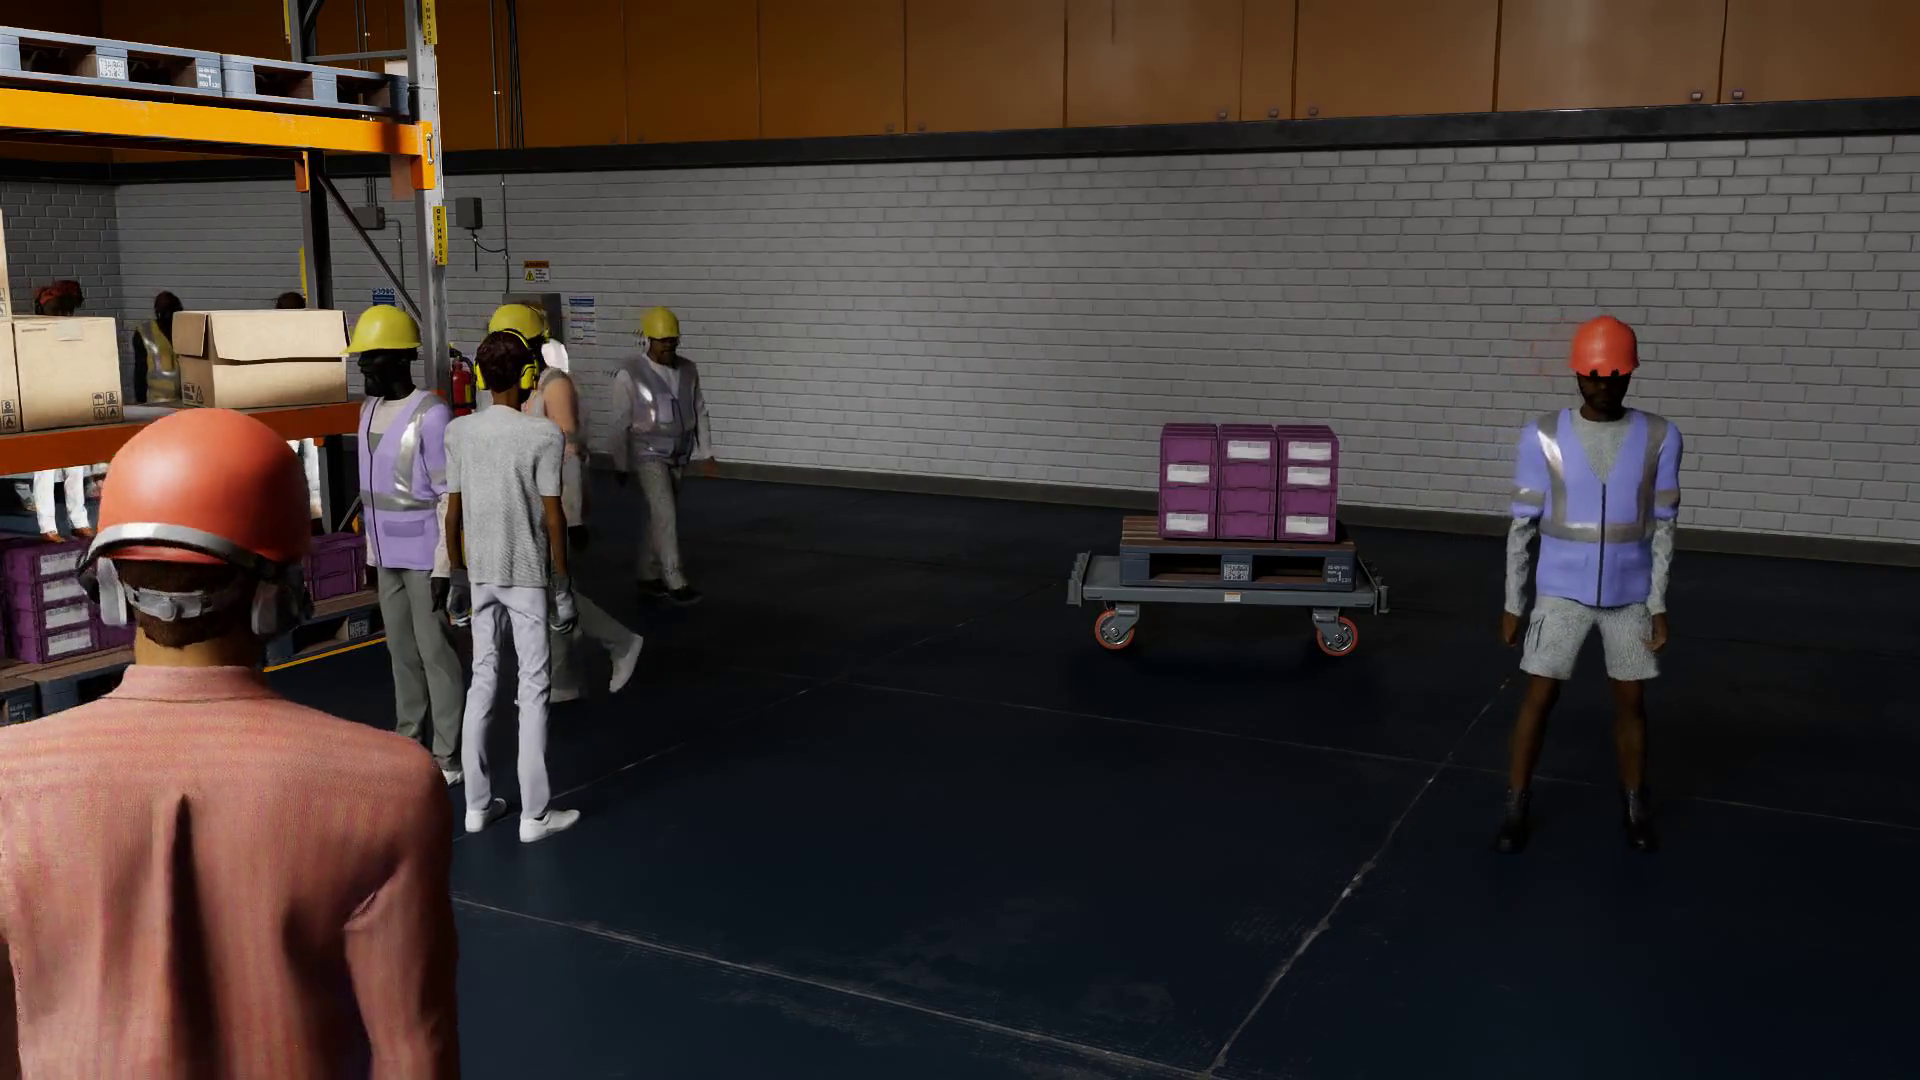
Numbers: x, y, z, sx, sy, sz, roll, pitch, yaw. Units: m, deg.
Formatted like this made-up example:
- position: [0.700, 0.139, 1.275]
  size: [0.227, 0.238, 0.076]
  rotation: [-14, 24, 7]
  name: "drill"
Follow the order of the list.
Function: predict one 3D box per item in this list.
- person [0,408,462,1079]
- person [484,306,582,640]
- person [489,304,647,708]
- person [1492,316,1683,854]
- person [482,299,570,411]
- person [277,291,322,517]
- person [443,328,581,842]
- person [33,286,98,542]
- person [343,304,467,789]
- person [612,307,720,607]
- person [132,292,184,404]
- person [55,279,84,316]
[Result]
- position: [-0.902, 0.823, 1.986]
  size: [0.611, 1.957, 0.991]
  rotation: [-2, 10, -13]
  name: "person"
- position: [-2.324, -0.345, 9.034]
  size: [0.526, 1.845, 0.458]
  rotation: [2, 10, 12]
  name: "person"
- position: [-1.873, -0.149, 7.769]
  size: [0.607, 1.887, 0.643]
  rotation: [-5, 11, -28]
  name: "person"
- position: [2.233, 0.168, 5.881]
  size: [0.559, 1.928, 0.402]
  rotation: [2, 10, 13]
  name: "person"
- position: [-2.903, -0.713, 11.260]
  size: [0.440, 1.824, 0.629]
  rotation: [9, 13, 43]
  name: "person"
- position: [-5.391, -1.089, 13.418]
  size: [0.581, 1.829, 0.639]
  rotation: [8, 13, 39]
  name: "person"
- position: [-1.660, 0.162, 6.096]
  size: [0.534, 1.856, 0.367]
  rotation: [4, 10, 21]
  name: "person"
- position: [-6.553, -0.892, 12.096]
  size: [0.355, 1.884, 0.575]
  rotation: [5, 11, 26]
  name: "person"
- position: [-2.168, 0.049, 6.518]
  size: [0.589, 1.927, 0.386]
  rotation: [8, 13, 40]
  name: "person"
- position: [-1.741, -0.504, 10.091]
  size: [0.796, 1.792, 0.586]
  rotation: [8, 12, 38]
  name: "person"
- position: [-6.646, -1.217, 14.244]
  size: [0.715, 1.783, 0.889]
  rotation: [-7, 12, -37]
  name: "person"
- position: [-8.578, -1.579, 16.109]
  size: [0.417, 1.868, 0.611]
  rotation: [-4, 10, -20]
  name: "person"
